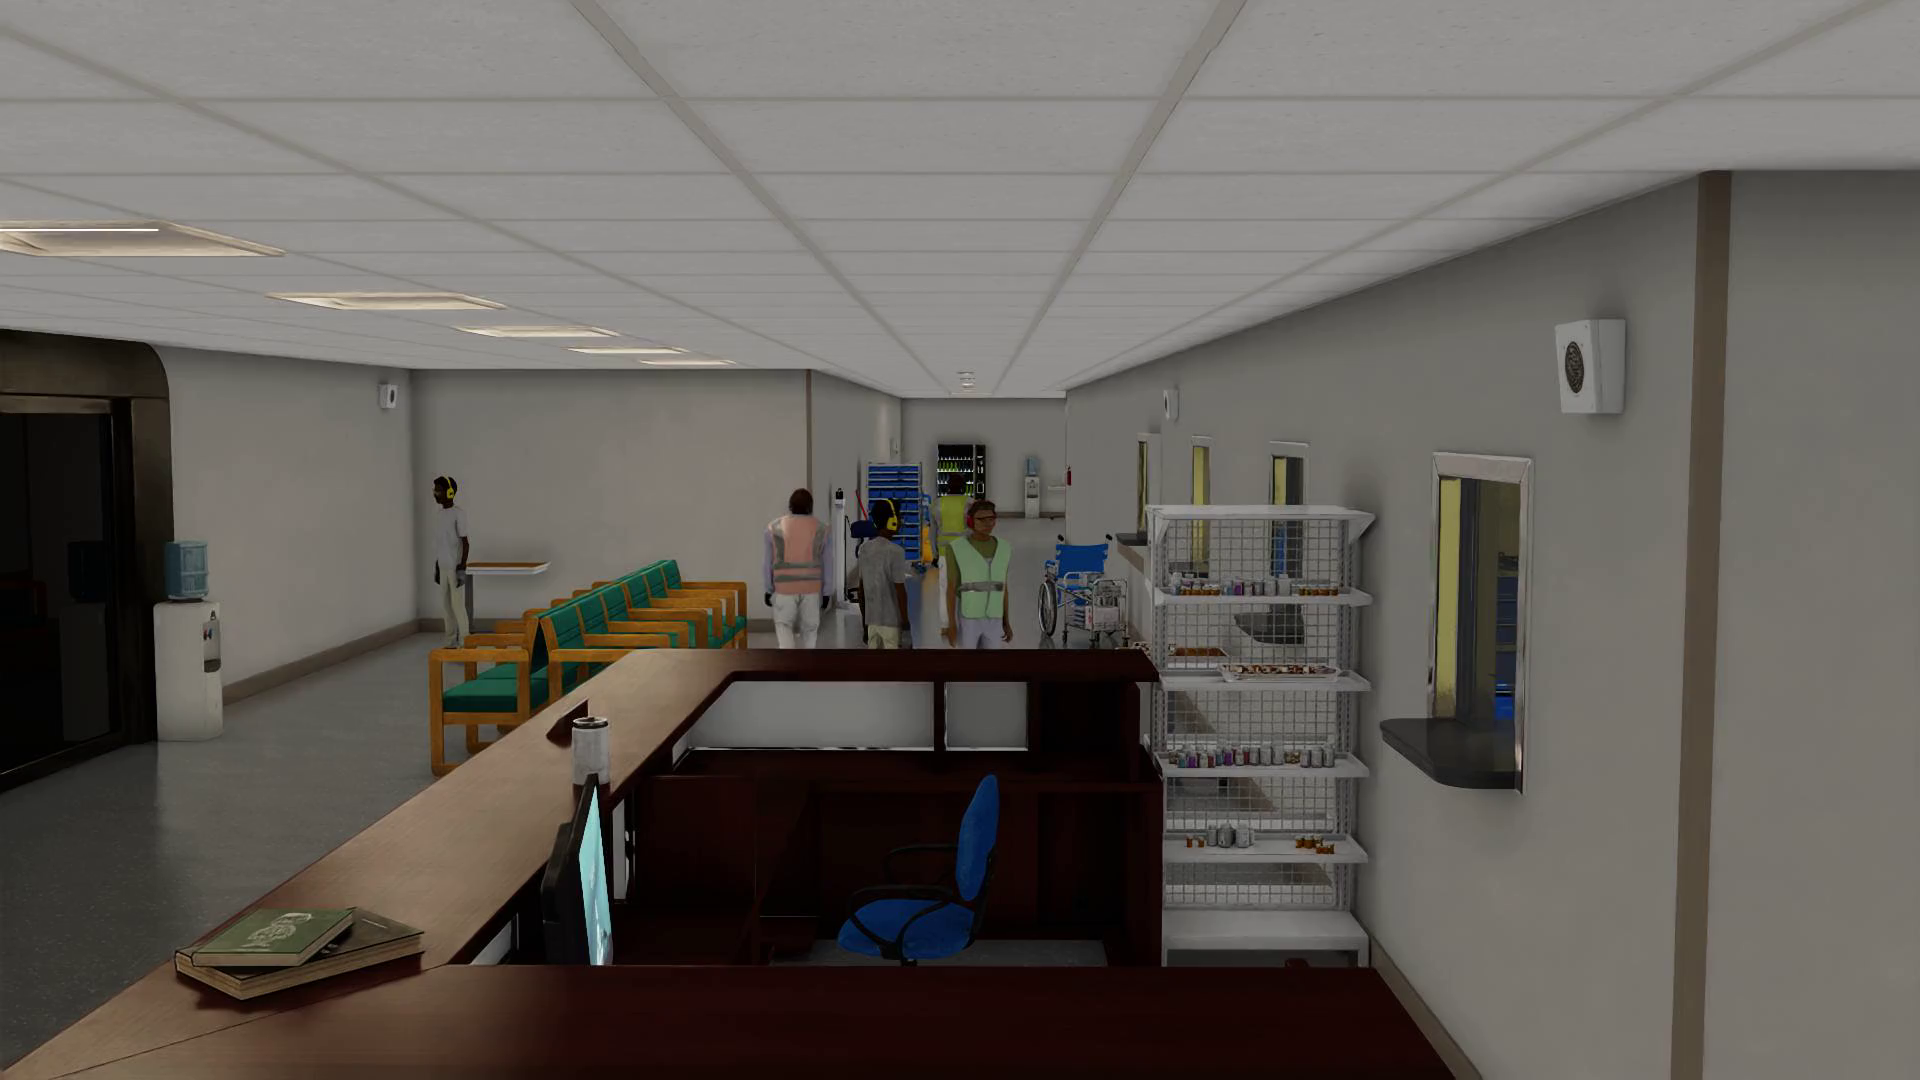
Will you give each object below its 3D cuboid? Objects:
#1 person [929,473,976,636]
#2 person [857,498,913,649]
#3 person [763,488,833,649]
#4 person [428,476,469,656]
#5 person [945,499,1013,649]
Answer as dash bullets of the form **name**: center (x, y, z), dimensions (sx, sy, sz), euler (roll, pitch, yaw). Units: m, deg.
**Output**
- **person**: center (-0.027, 0.167, 18.723), dimensions (0.621, 1.845, 0.429), euler (1, 4, 16)
- **person**: center (-0.529, 0.628, 12.051), dimensions (0.328, 1.872, 0.514), euler (-4, 6, -44)
- **person**: center (-1.453, 0.442, 14.989), dimensions (0.637, 1.820, 0.528), euler (0, 4, -6)
- **person**: center (-5.162, 0.287, 16.831), dimensions (0.535, 1.868, 0.309), euler (4, 6, 44)
- **person**: center (0.134, 0.614, 12.436), dimensions (0.566, 1.841, 0.381), euler (-3, 5, -34)
